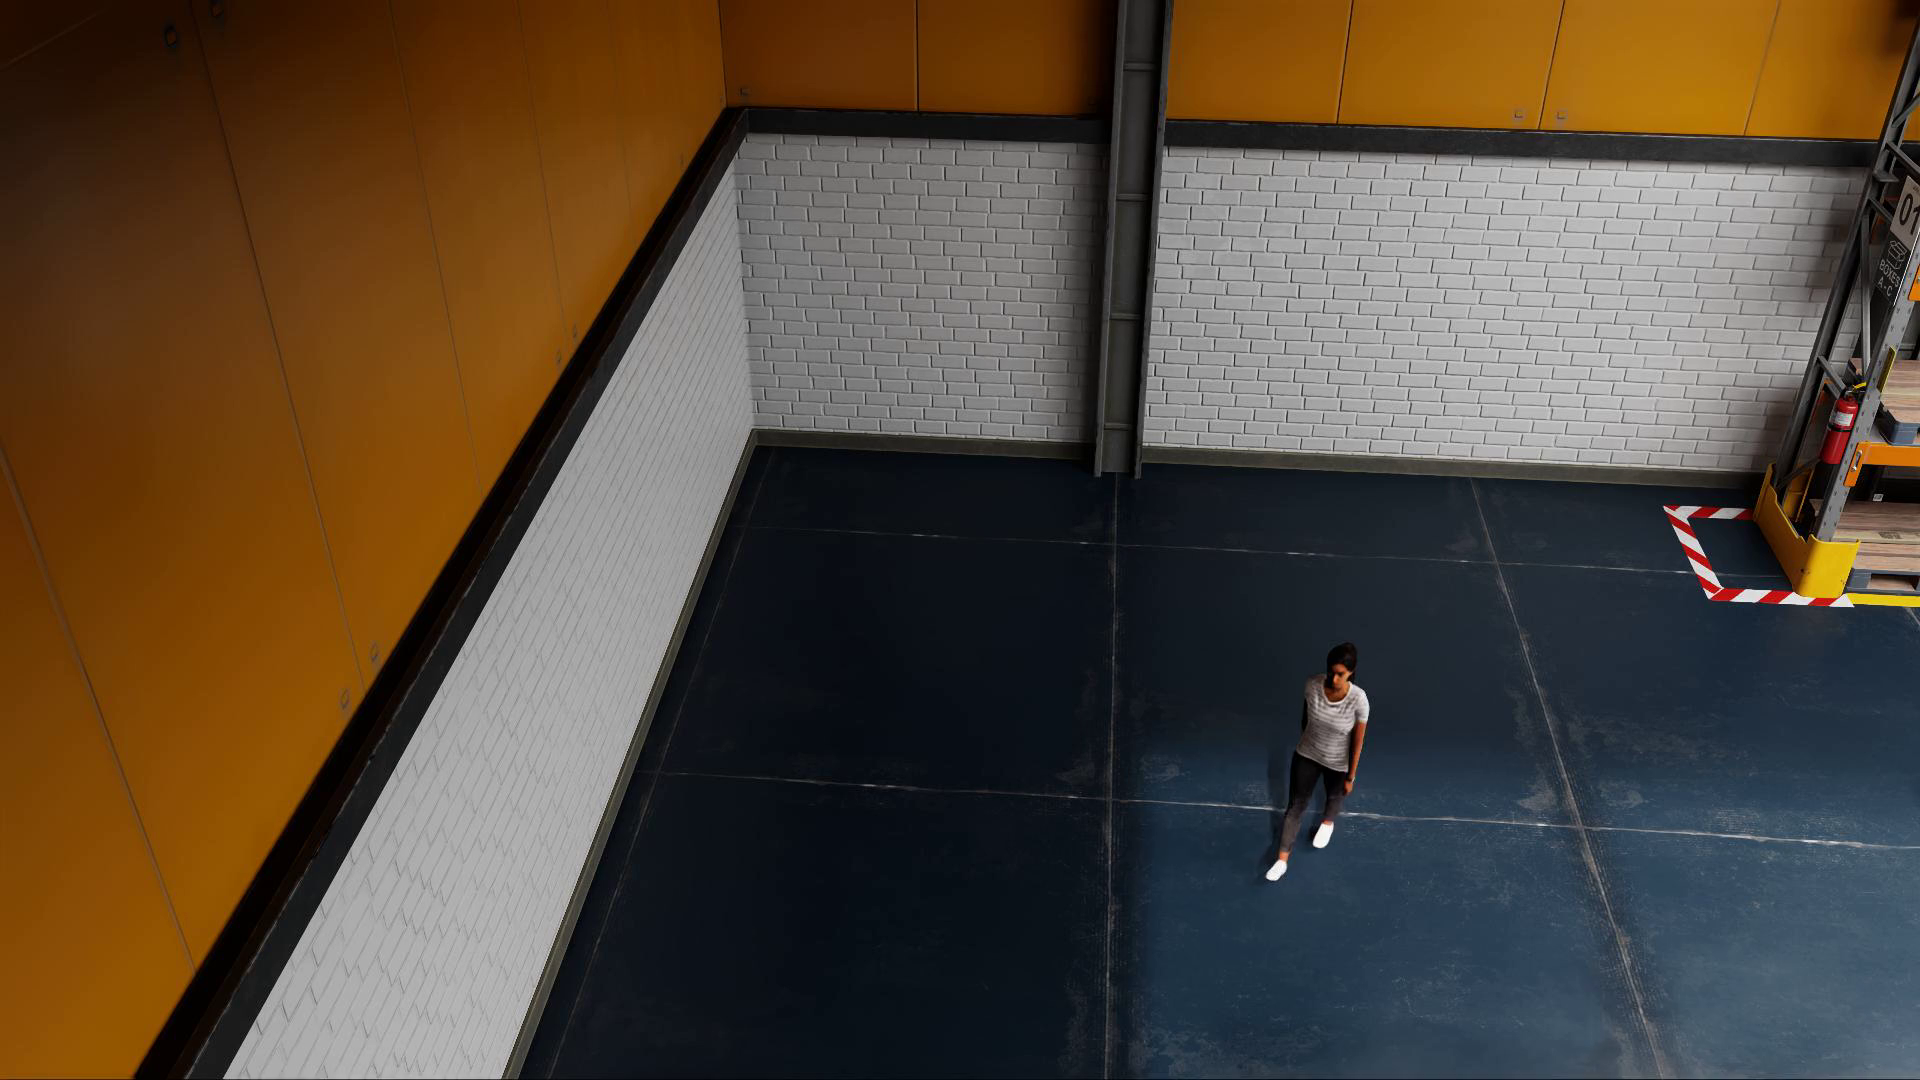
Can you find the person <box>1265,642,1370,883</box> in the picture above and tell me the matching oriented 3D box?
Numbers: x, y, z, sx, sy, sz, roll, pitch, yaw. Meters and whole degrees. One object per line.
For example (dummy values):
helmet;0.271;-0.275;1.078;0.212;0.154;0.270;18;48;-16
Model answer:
person;2.242;1.259;10.020;0.999;1.609;0.887;17;37;24
